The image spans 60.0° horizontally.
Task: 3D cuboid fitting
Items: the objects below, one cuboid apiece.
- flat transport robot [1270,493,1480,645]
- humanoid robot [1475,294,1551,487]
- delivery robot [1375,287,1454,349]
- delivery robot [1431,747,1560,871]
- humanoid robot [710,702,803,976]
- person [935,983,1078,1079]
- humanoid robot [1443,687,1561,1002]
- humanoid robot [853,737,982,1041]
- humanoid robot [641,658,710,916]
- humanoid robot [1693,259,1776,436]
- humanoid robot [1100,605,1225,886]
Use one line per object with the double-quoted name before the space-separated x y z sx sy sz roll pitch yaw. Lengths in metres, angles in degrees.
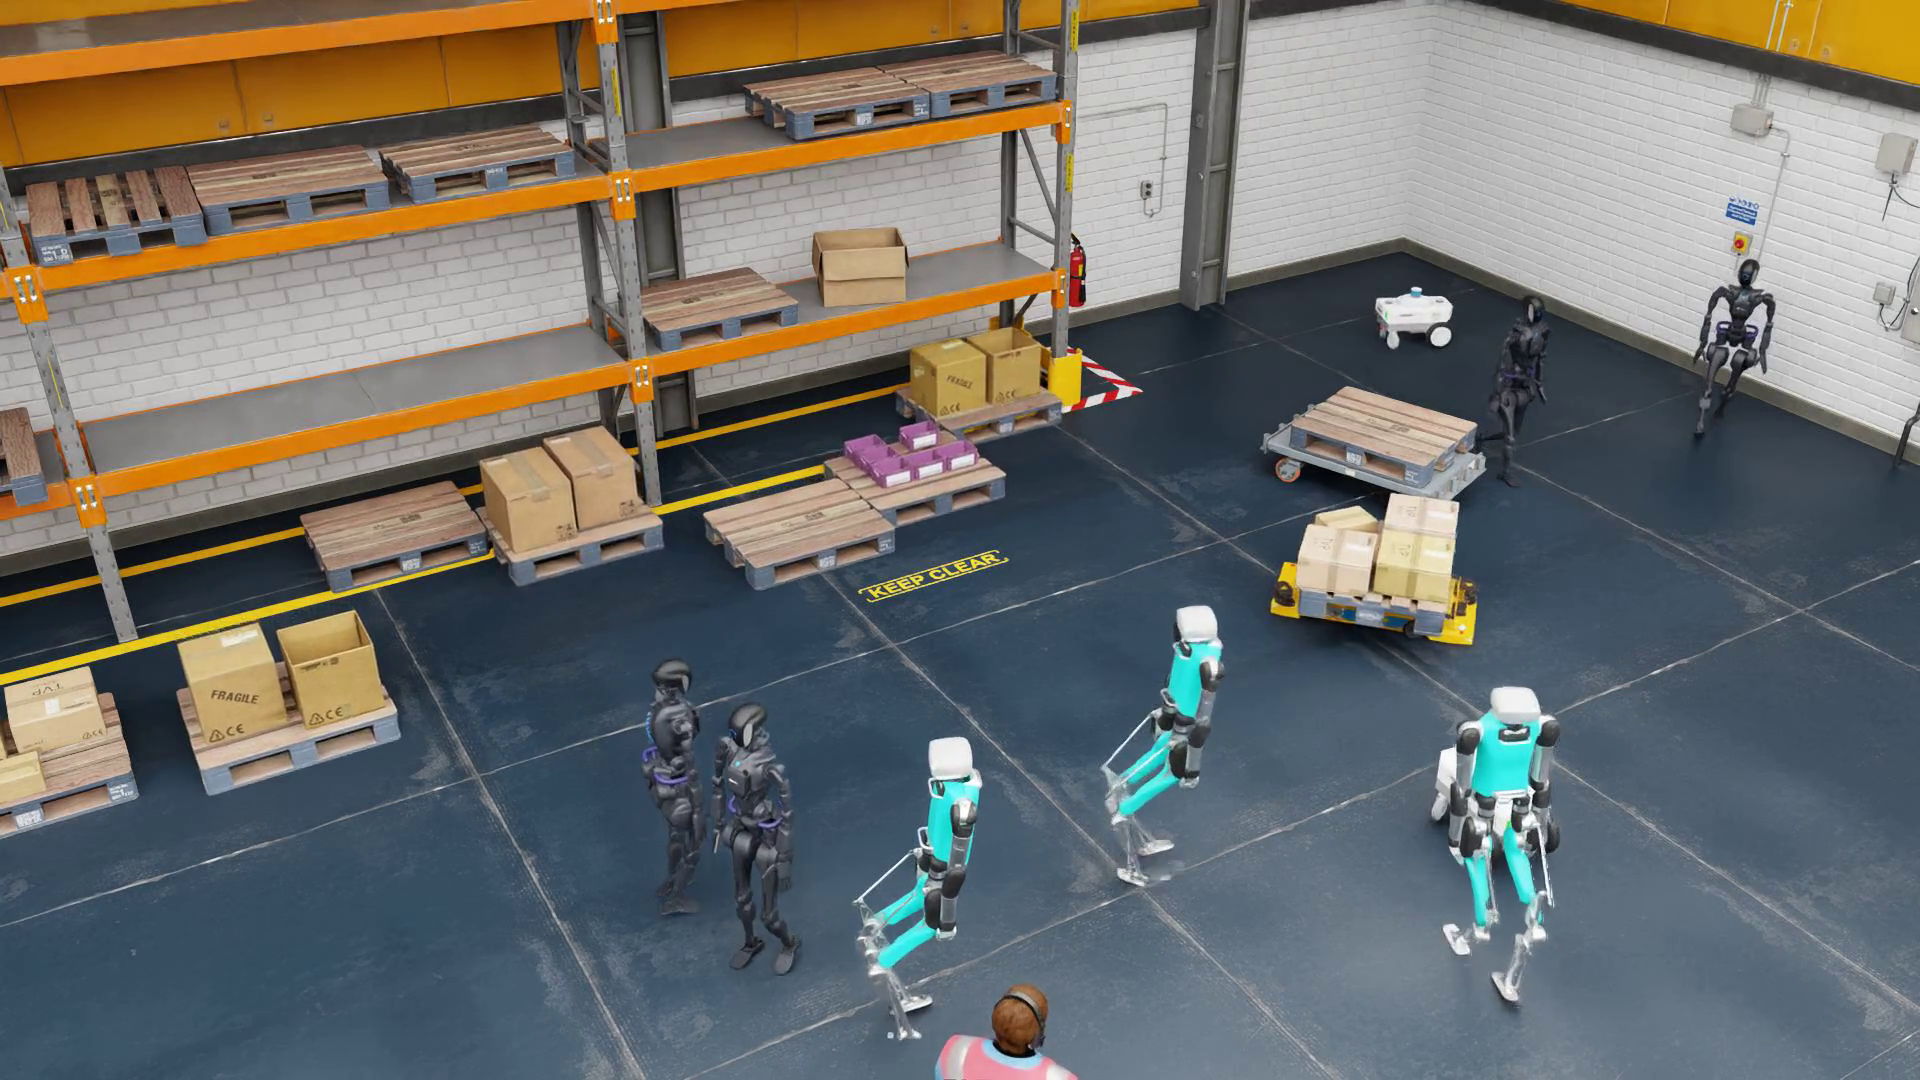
"flat transport robot" 3.054 0.424 12.224 1.431 0.231 0.659 9 31 16
"humanoid robot" 4.581 -1.298 13.866 0.593 1.634 0.679 -16 33 -26
"delivery robot" 4.543 -2.231 16.622 0.744 0.584 0.520 -2 30 -3
"delivery robot" 3.176 1.558 9.917 0.513 0.585 0.757 -11 31 -19
"humanoid robot" -1.091 1.567 8.756 0.583 1.651 0.353 20 35 31
"person" 0.211 2.563 6.856 0.628 1.835 0.431 12 32 20
"humanoid robot" 2.835 1.657 8.575 0.552 1.780 0.863 -3 30 -6
"humanoid robot" -0.269 1.778 8.335 0.748 1.771 0.532 -5 30 -8
"humanoid robot" -1.601 1.356 9.163 0.409 1.652 0.589 -16 33 -27
"humanoid robot" 6.775 -1.677 14.562 0.608 1.628 0.782 14 32 23
"humanoid robot" 1.047 1.193 9.364 0.764 1.786 0.534 -6 30 -11
